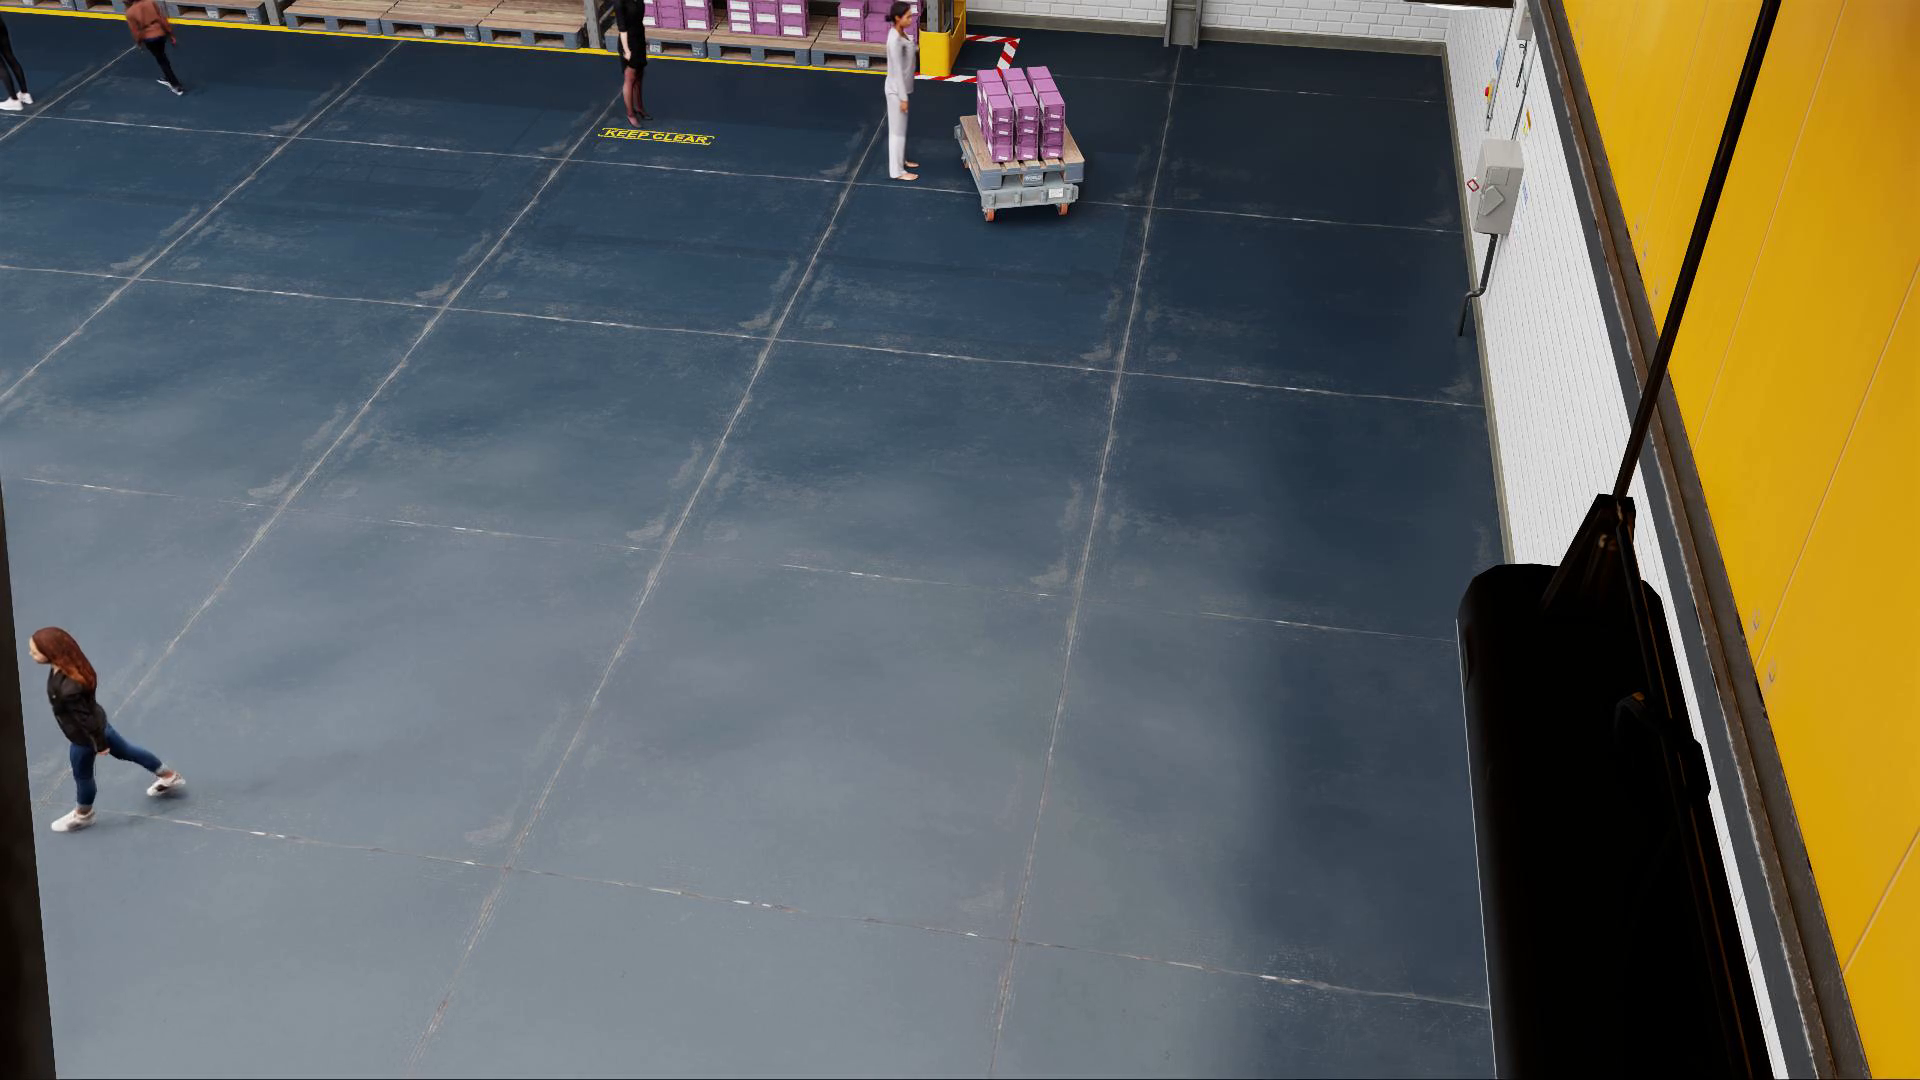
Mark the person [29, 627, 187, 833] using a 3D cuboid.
[{"bbox_3d":[-4.994,1.059,9.673,1.070,1.449,0.909,-15,41,-18],"label":"person"}]

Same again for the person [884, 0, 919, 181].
[{"bbox_3d":[-0.599,-4.419,16.301,0.593,1.738,0.670,0,39,0],"label":"person"}]

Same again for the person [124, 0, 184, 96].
[{"bbox_3d":[-8.666,-5.397,17.940,0.708,1.221,0.790,-31,48,-33],"label":"person"}]

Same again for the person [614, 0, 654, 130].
[{"bbox_3d":[-3.393,-5.126,17.213,0.562,1.704,0.625,14,41,16],"label":"person"}]
